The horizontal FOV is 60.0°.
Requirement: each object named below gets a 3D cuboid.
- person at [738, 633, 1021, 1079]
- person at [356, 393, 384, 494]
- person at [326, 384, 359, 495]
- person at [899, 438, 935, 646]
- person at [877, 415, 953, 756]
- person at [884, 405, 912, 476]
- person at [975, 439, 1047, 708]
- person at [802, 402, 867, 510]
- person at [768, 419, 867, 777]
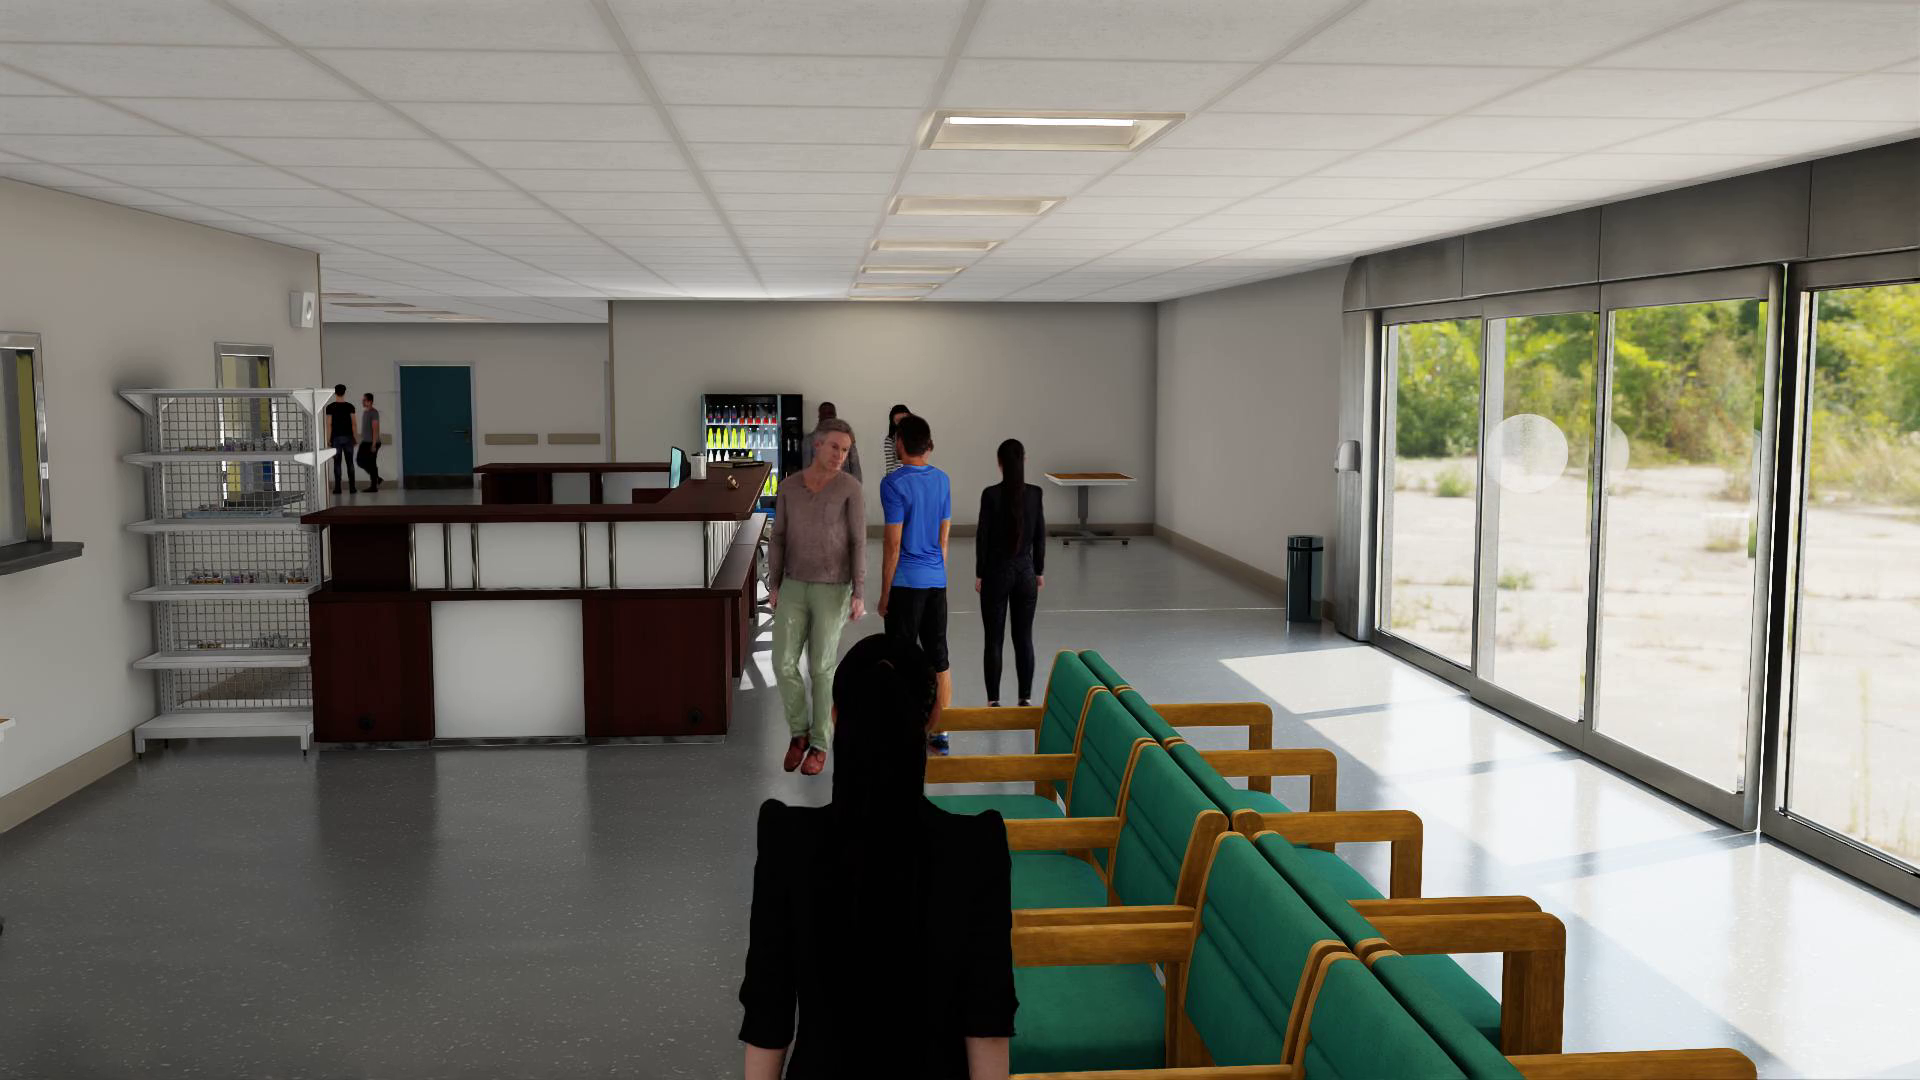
[{"bbox_3d":[-0.112,1.009,2.538,0.959,1.667,0.661,0,6,-3],"label":"person"},{"bbox_3d":[-10.190,-1.686,28.981,0.883,1.737,0.825,-5,8,-42],"label":"person"},{"bbox_3d":[-10.752,-1.763,28.943,0.665,1.897,0.806,-3,7,-28],"label":"person"},{"bbox_3d":[-0.368,-0.005,12.794,1.011,1.632,0.739,-2,6,-16],"label":"person"},{"bbox_3d":[-0.234,0.253,9.040,0.681,1.869,0.765,-5,8,-41],"label":"person"},{"bbox_3d":[-0.604,-0.434,16.408,0.885,1.761,0.829,5,8,41],"label":"person"},{"bbox_3d":[0.299,0.252,9.840,0.487,1.712,0.673,-2,6,-16],"label":"person"},{"bbox_3d":[-1.186,-0.348,15.317,1.177,1.809,0.961,-2,6,-22],"label":"person"},{"bbox_3d":[-0.722,0.296,8.768,0.706,1.839,0.847,2,6,17],"label":"person"}]
